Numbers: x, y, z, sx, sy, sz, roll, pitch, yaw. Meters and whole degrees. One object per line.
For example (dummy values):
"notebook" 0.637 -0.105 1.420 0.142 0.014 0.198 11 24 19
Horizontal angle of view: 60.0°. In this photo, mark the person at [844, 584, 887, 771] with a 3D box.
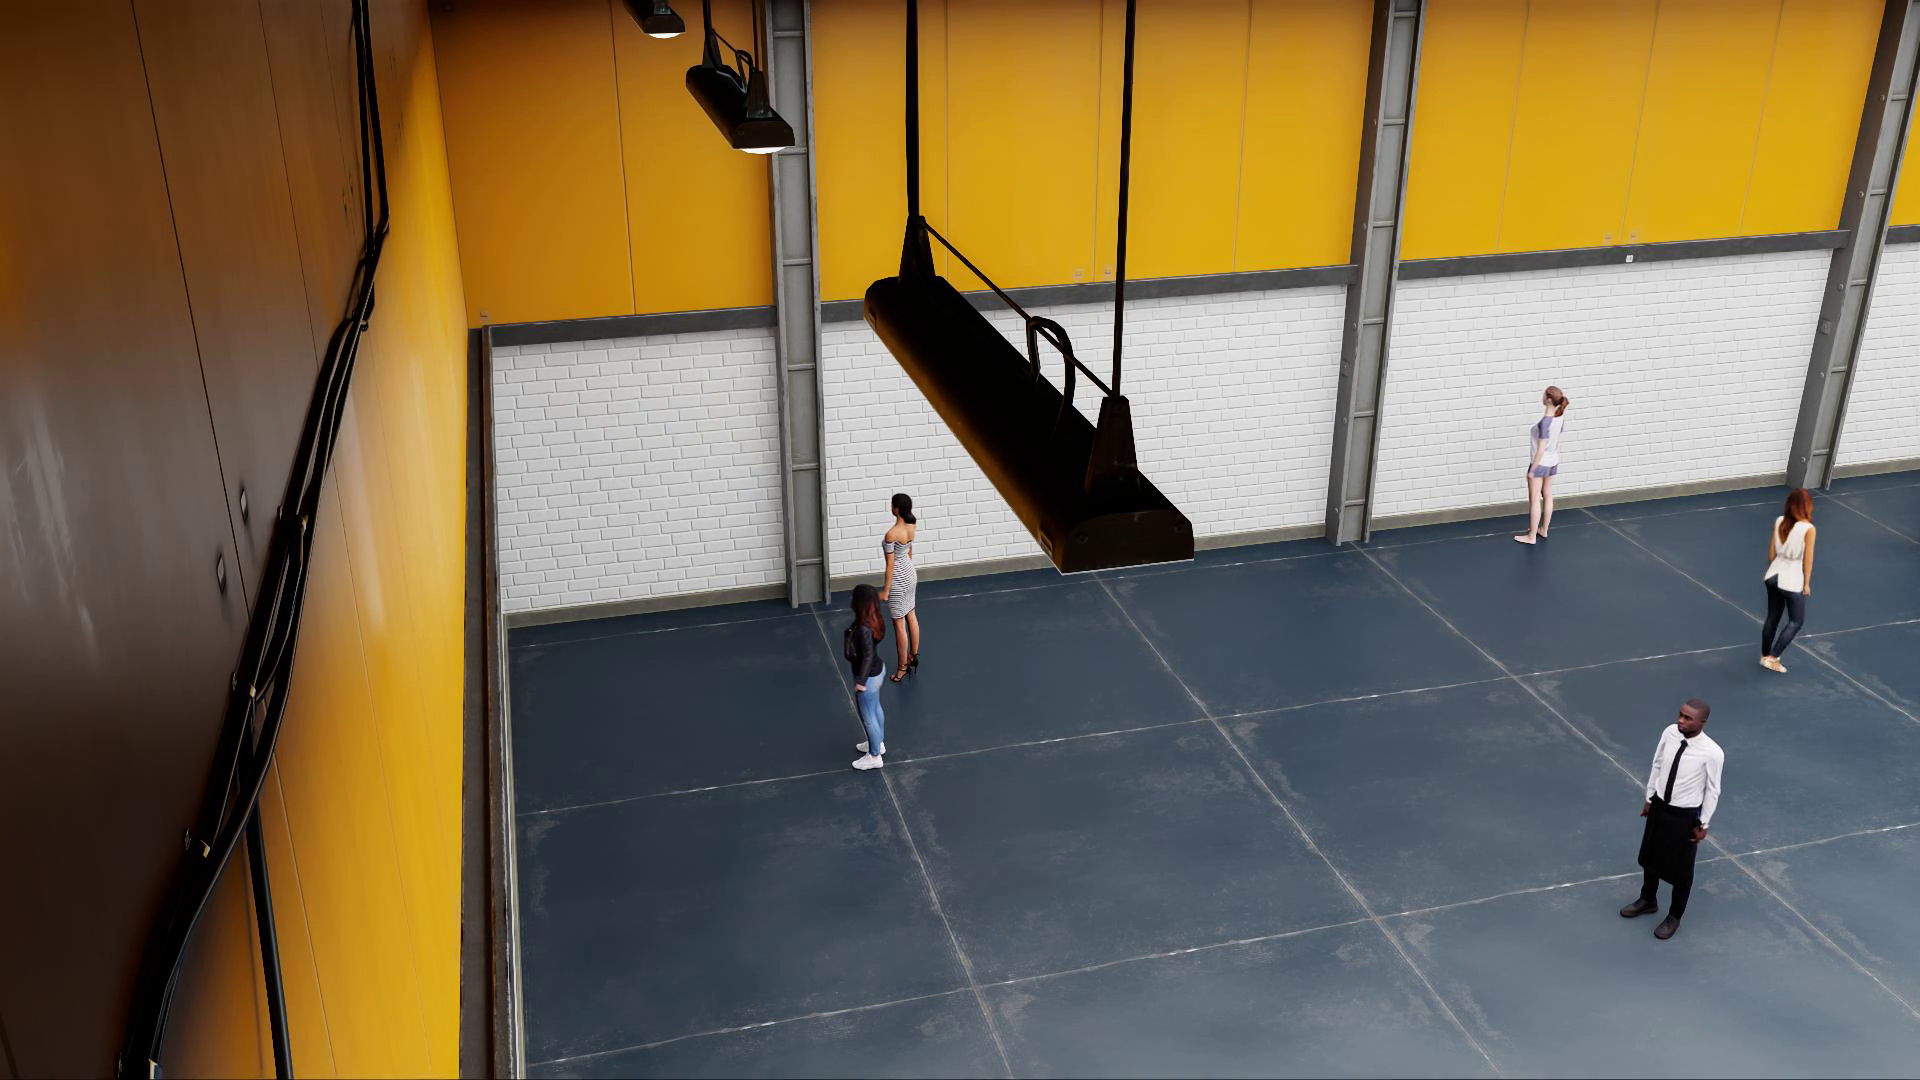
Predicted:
"person" -0.764 1.106 13.711 0.689 1.634 0.720 3 24 6

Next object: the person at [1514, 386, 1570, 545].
"person" 6.302 -0.821 17.953 0.630 1.767 0.730 -19 30 -36

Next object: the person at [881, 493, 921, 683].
"person" -0.518 0.416 15.054 0.730 1.823 0.675 12 26 26

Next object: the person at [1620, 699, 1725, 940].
"person" 5.017 1.913 11.617 0.638 1.834 0.702 -14 27 -29

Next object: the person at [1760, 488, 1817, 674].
"person" 7.496 0.390 15.172 0.679 1.777 0.701 -11 26 -23
